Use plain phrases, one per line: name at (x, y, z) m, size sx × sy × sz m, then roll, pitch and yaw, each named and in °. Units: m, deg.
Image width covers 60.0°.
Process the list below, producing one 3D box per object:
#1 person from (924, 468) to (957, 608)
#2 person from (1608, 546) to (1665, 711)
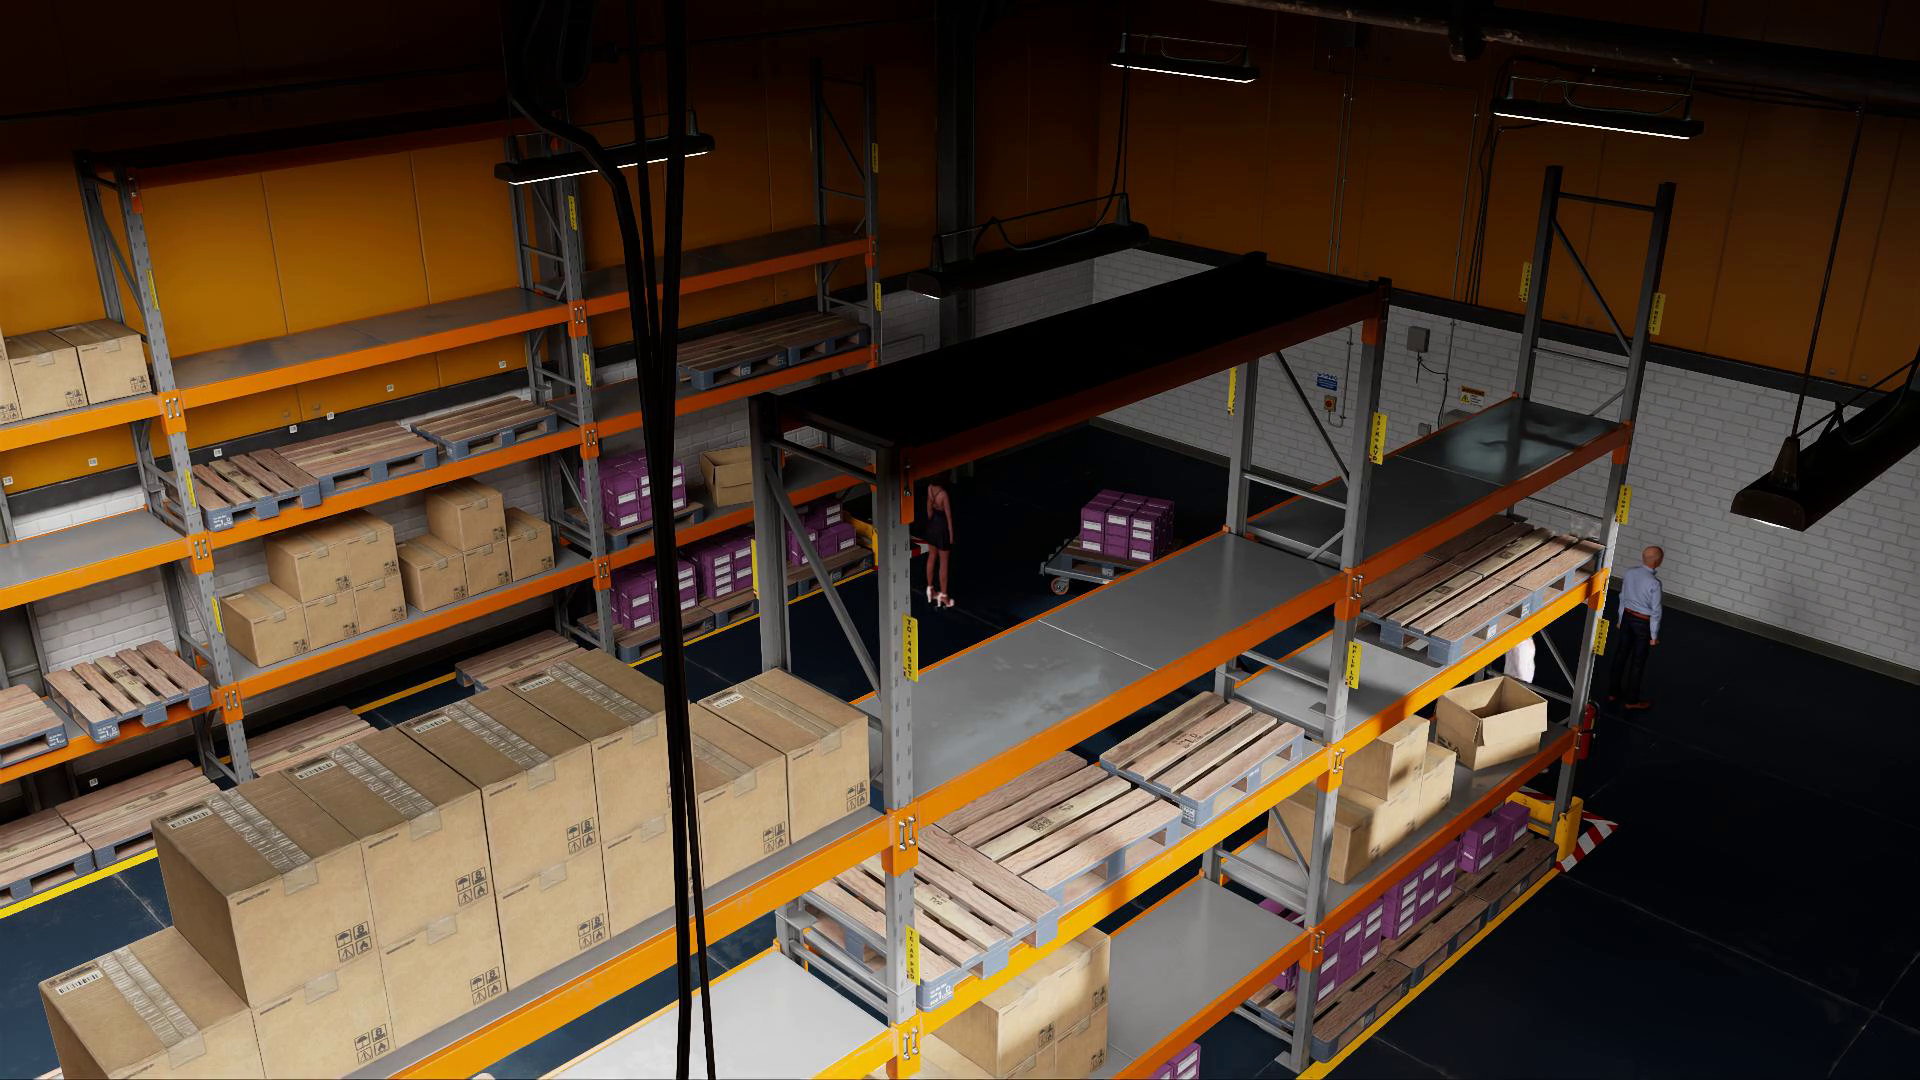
person at (-0.238, -0.076, 19.321) m, size 0.559 × 1.782 × 0.585 m, roll -18°, pitch 30°, yaw -36°
person at (6.979, 0.883, 17.117) m, size 0.660 × 1.790 × 0.710 m, roll -12°, pitch 26°, yaw -26°
